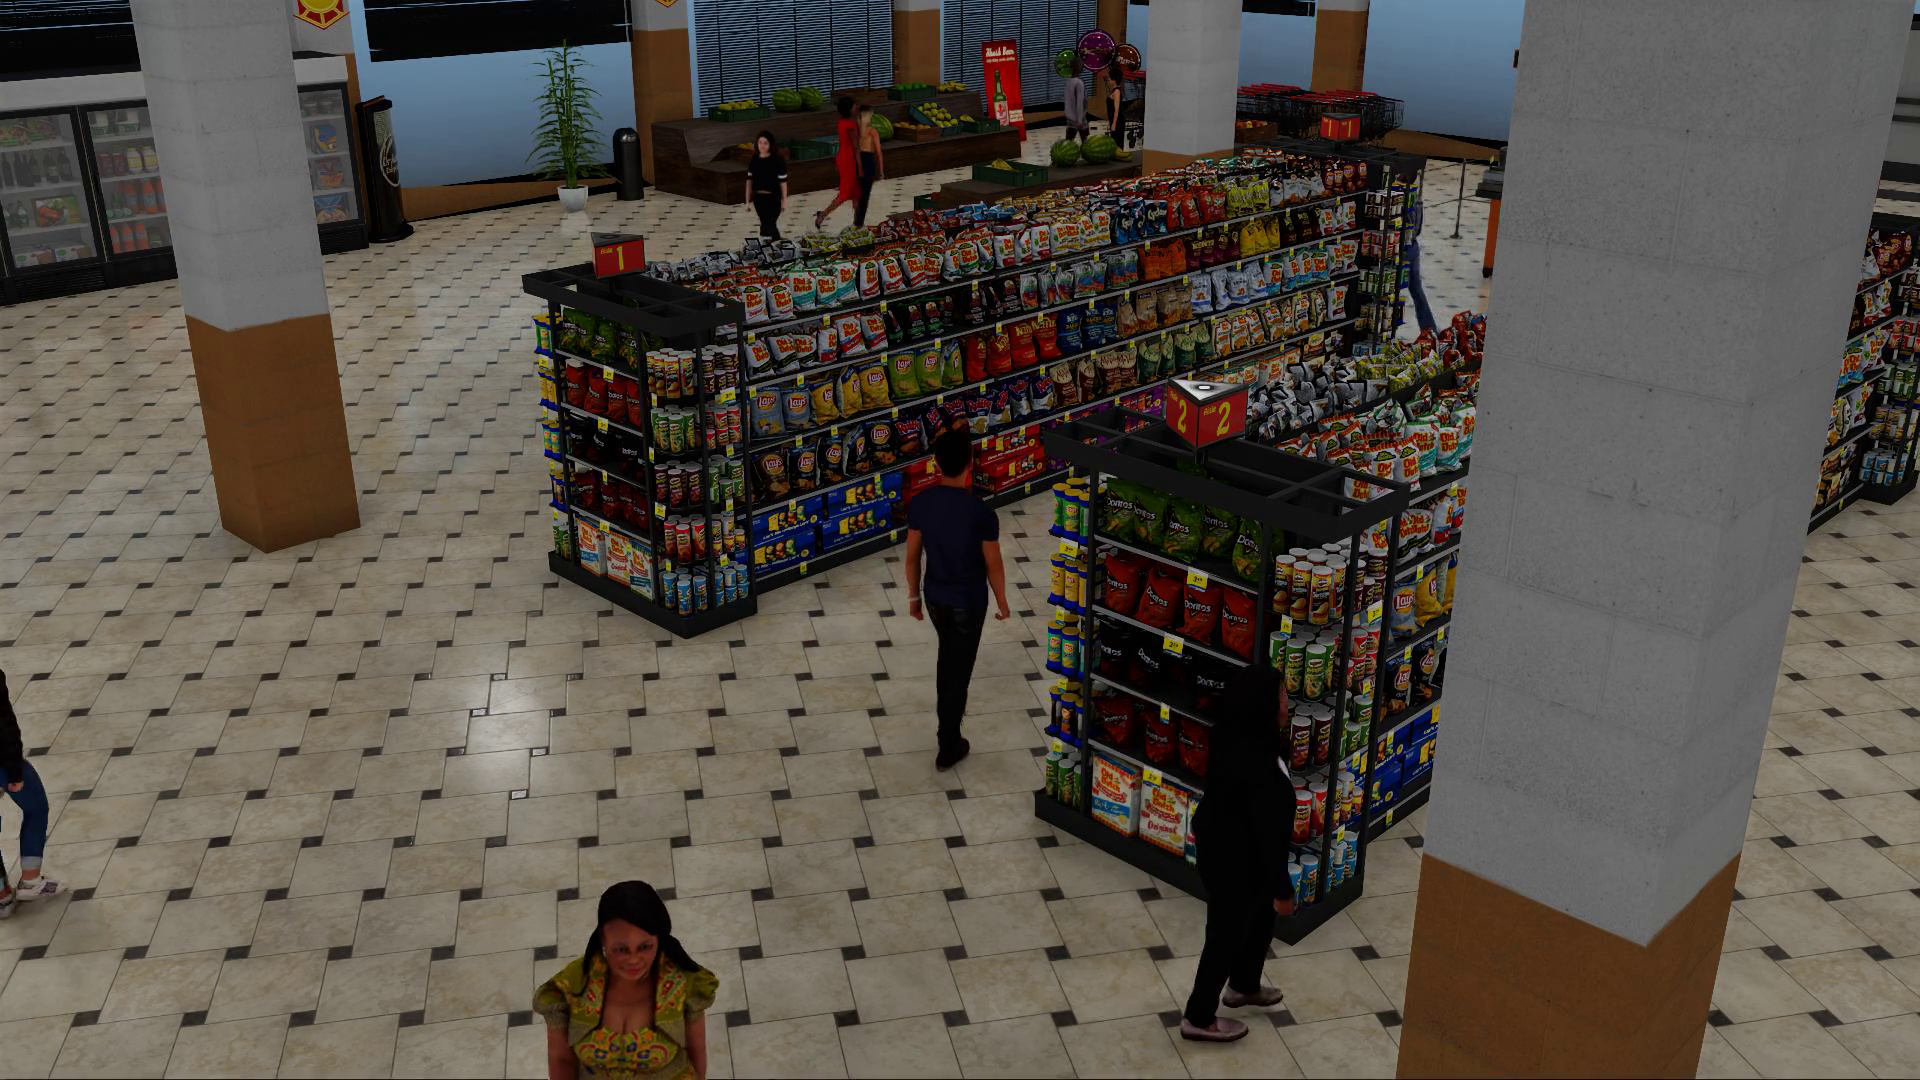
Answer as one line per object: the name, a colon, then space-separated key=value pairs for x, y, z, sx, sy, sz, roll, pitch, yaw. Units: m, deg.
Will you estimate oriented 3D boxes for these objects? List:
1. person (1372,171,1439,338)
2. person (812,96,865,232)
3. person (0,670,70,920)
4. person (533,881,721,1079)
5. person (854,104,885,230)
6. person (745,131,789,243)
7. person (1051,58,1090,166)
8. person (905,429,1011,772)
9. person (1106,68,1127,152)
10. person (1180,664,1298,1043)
person: x=4.283 y=-2.619 z=15.792 sx=1.091 sy=1.735 sz=0.677 roll=-20 pitch=30 yaw=-41
person: x=-1.489 y=-4.670 z=20.925 sx=1.109 sy=1.714 sz=0.814 roll=-10 pitch=24 yaw=-23
person: x=-4.242 y=0.983 z=7.177 sx=0.650 sy=1.474 sz=0.699 roll=2 pitch=22 yaw=4
person: x=-1.006 y=1.730 z=5.101 sx=1.111 sy=1.635 sz=1.115 roll=-4 pitch=22 yaw=-10
person: x=-1.243 y=-4.662 z=21.040 sx=0.683 sy=1.613 sz=0.734 roll=7 pitch=23 yaw=18
person: x=-2.180 y=-3.867 z=19.105 sx=1.001 sy=1.579 sz=1.235 roll=7 pitch=23 yaw=17
person: x=1.656 y=-6.309 z=24.961 sx=1.145 sy=1.745 sz=0.854 roll=-11 pitch=24 yaw=-25
person: x=-0.063 y=0.340 z=8.372 sx=0.762 sy=1.776 sz=0.839 roll=11 pitch=25 yaw=26
person: x=2.379 y=-6.303 z=25.133 sx=0.721 sy=1.605 sz=0.624 roll=4 pitch=22 yaw=10
person: x=0.983 y=1.234 z=6.387 sx=0.872 sy=1.598 sz=0.817 roll=-1 pitch=22 yaw=-2
